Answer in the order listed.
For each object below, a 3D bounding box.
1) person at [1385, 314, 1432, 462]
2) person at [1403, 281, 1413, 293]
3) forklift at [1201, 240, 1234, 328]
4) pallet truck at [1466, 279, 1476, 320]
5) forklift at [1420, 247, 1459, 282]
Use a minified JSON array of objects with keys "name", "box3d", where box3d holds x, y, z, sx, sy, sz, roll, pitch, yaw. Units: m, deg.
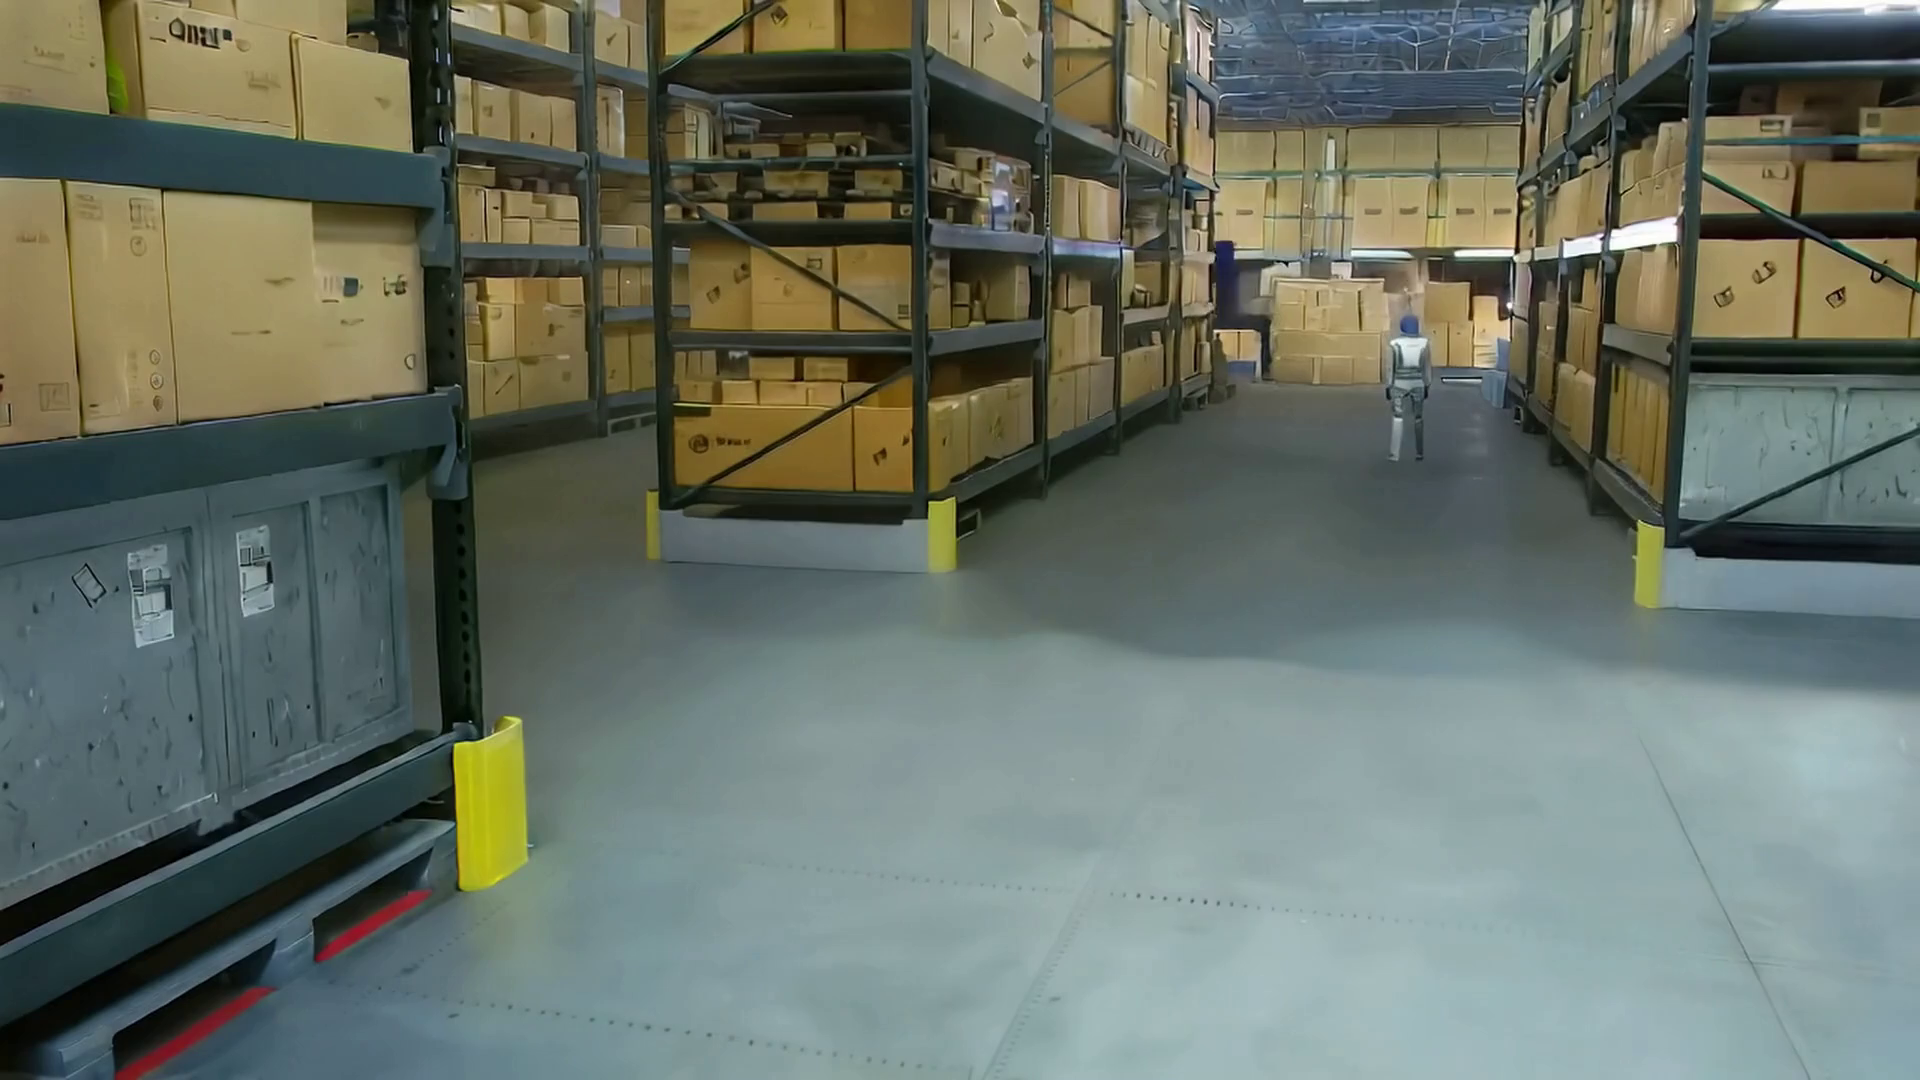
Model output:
[{"name":"person","box3d":[4.932,-1.662,18.307,0.507,1.630,0.316,0,9,-2]},{"name":"person","box3d":[15.044,-7.750,55.993,0.352,1.937,0.635,0,9,3]},{"name":"forklift","box3d":[5.697,-5.090,36.110,1.873,2.768,1.129,2,9,15]},{"name":"pallet truck","box3d":[18.896,-8.459,60.307,1.885,1.965,0.823,5,10,31]},{"name":"forklift","box3d":[12.539,-6.285,43.706,1.129,2.768,1.873,6,11,34]}]
